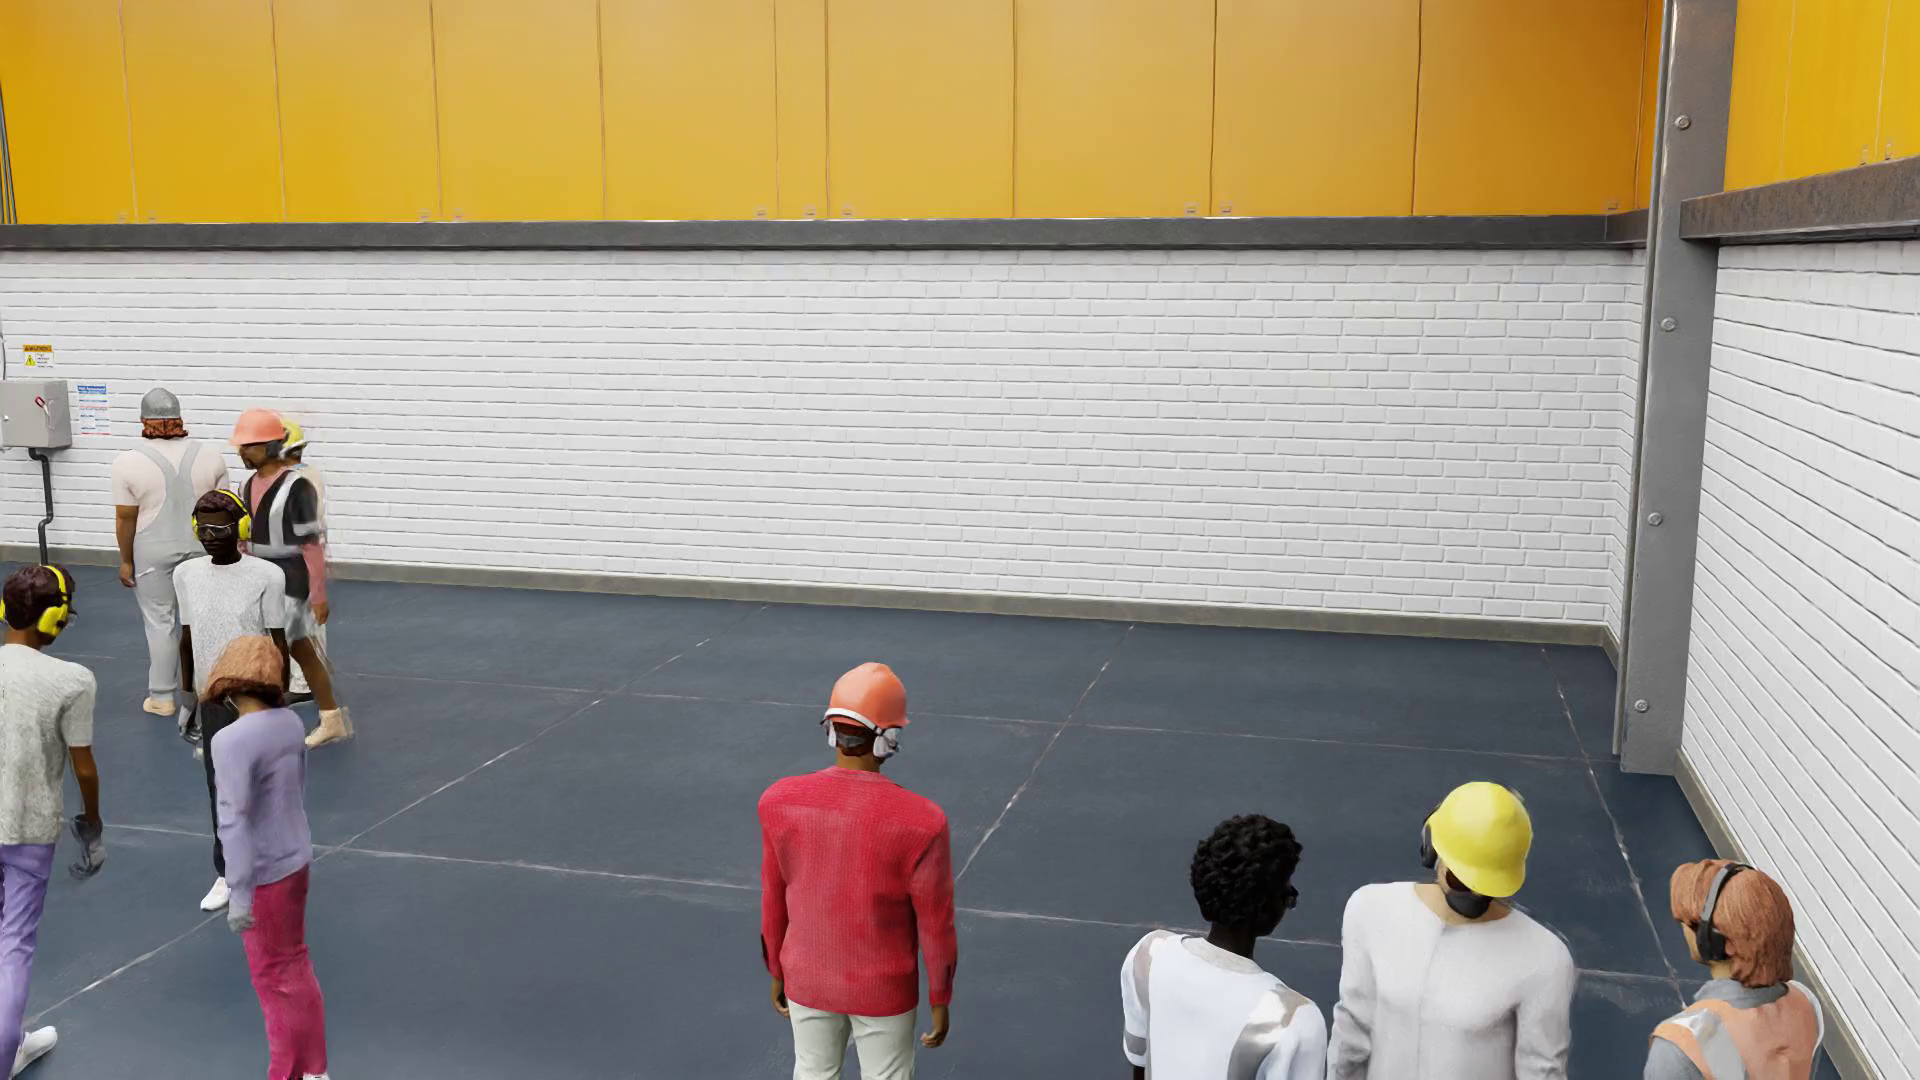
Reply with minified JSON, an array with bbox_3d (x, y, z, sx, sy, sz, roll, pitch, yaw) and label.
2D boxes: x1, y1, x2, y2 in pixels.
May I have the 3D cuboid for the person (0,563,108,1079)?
[{"bbox_3d":[-3.170,0.983,5.609,0.611,1.820,0.715,0,10,-2],"label":"person"}]

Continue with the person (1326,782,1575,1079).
[{"bbox_3d":[1.116,1.339,3.802,0.544,1.726,0.554,7,12,36],"label":"person"}]

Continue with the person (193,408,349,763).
[{"bbox_3d":[-3.920,0.272,9.297,0.629,1.992,1.018,8,12,38],"label":"person"}]

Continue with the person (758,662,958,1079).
[{"bbox_3d":[-0.277,1.196,4.620,0.575,1.740,0.354,3,10,17],"label":"person"}]

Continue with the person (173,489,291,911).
[{"bbox_3d":[-3.150,0.696,7.224,0.503,1.862,0.328,1,10,5],"label":"person"}]

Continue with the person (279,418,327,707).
[{"bbox_3d":[-4.236,0.142,10.550,0.404,1.833,0.588,0,10,-2],"label":"person"}]

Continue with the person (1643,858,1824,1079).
[{"bbox_3d":[1.560,1.455,3.419,0.513,1.631,0.316,-7,12,-34],"label":"person"}]

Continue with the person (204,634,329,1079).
[{"bbox_3d":[-2.307,1.127,5.442,0.333,1.598,0.637,0,10,1],"label":"person"}]

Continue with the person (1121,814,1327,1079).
[{"bbox_3d":[0.557,1.405,3.548,0.320,1.685,0.539,-8,13,-40],"label":"person"}]

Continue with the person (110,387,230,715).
[{"bbox_3d":[-4.940,0.063,10.400,0.683,2.000,0.536,-9,13,-43],"label":"person"}]
